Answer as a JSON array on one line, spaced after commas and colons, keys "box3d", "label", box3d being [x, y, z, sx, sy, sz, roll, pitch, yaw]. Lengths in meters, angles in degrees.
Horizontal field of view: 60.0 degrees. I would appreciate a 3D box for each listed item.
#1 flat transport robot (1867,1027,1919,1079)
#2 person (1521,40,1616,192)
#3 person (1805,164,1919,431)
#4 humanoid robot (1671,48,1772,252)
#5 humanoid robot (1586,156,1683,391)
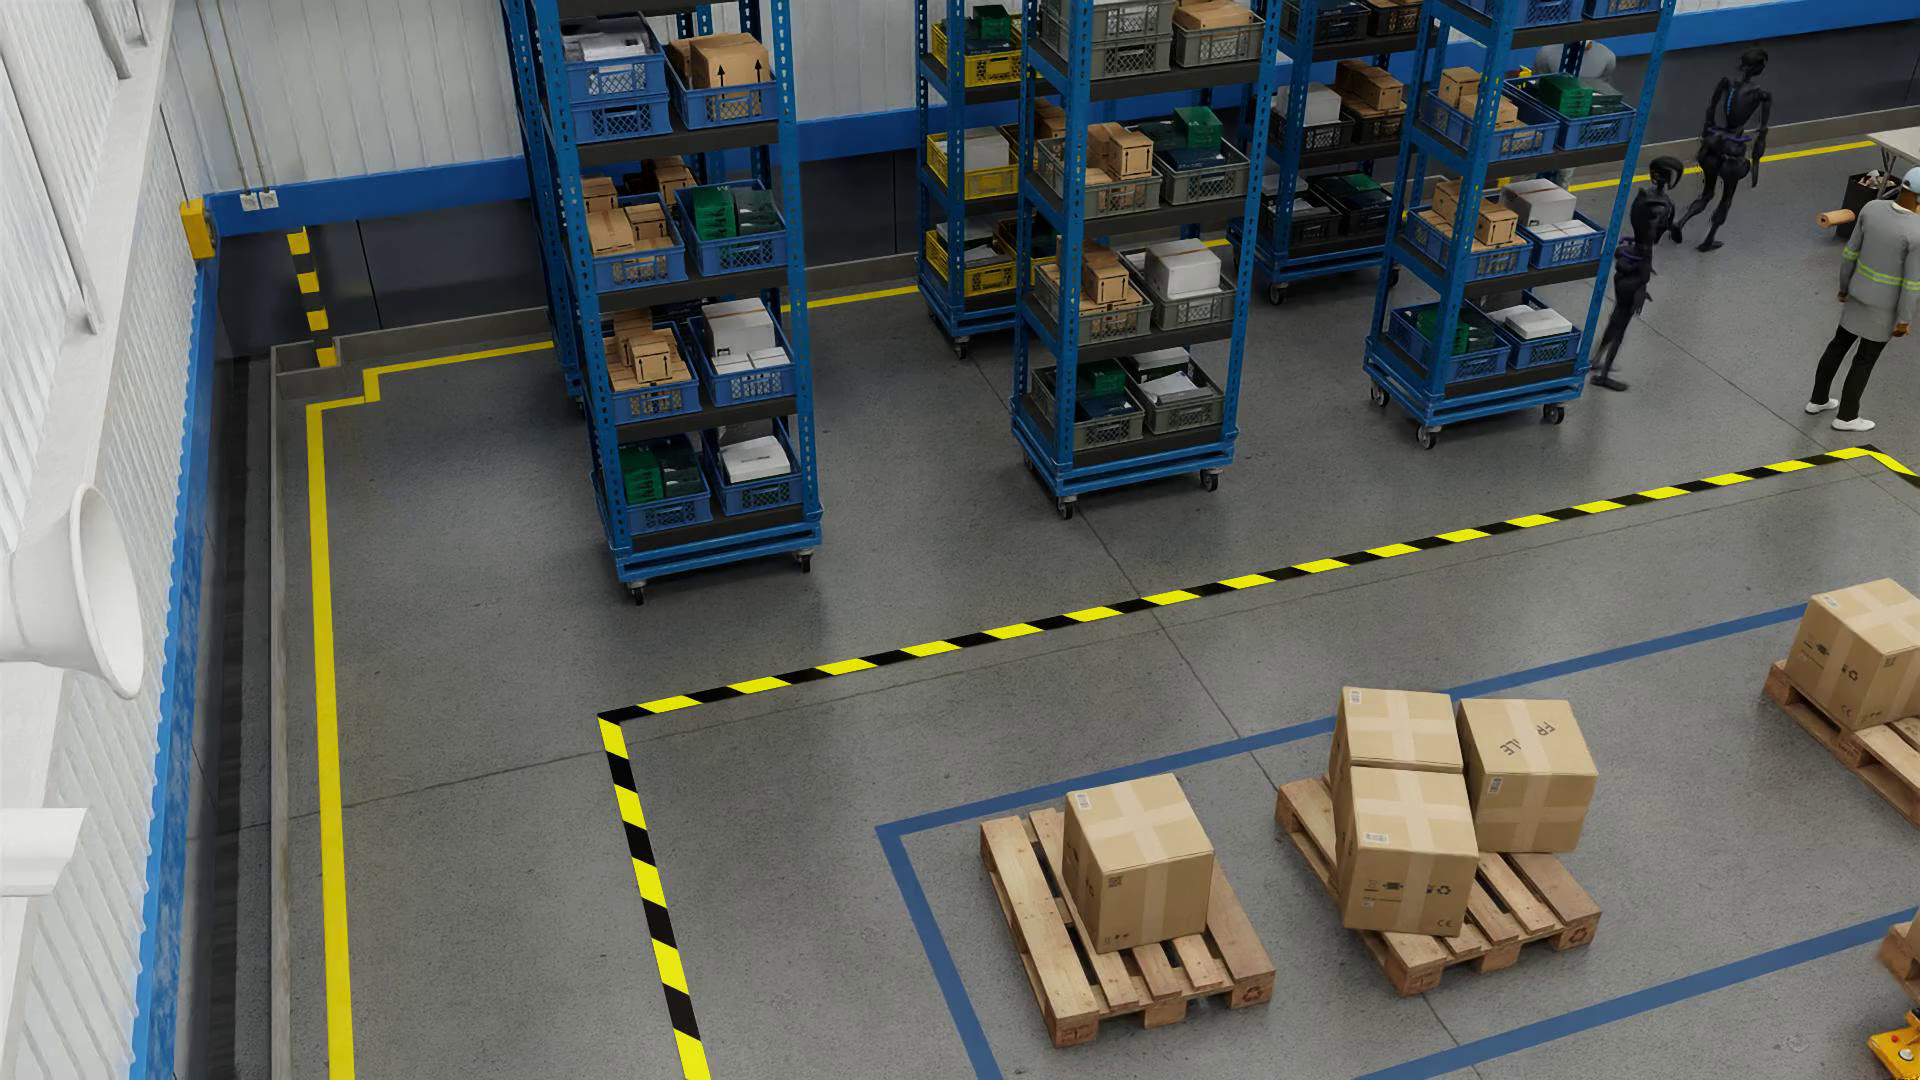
[{"box3d": [4.652, 2.172, 6.952, 1.431, 0.197, 0.652, -8, 36, -11], "label": "flat transport robot"}, {"box3d": [4.790, -3.277, 13.255, 0.628, 1.939, 0.373, 4, 35, 5], "label": "person"}, {"box3d": [6.048, -1.592, 10.939, 0.395, 1.850, 0.597, -11, 37, -16], "label": "person"}, {"box3d": [6.058, -3.072, 13.187, 0.433, 1.641, 0.596, -17, 39, -23], "label": "humanoid robot"}, {"box3d": [4.637, -1.842, 11.457, 0.378, 1.676, 0.582, 9, 36, 13], "label": "humanoid robot"}]
